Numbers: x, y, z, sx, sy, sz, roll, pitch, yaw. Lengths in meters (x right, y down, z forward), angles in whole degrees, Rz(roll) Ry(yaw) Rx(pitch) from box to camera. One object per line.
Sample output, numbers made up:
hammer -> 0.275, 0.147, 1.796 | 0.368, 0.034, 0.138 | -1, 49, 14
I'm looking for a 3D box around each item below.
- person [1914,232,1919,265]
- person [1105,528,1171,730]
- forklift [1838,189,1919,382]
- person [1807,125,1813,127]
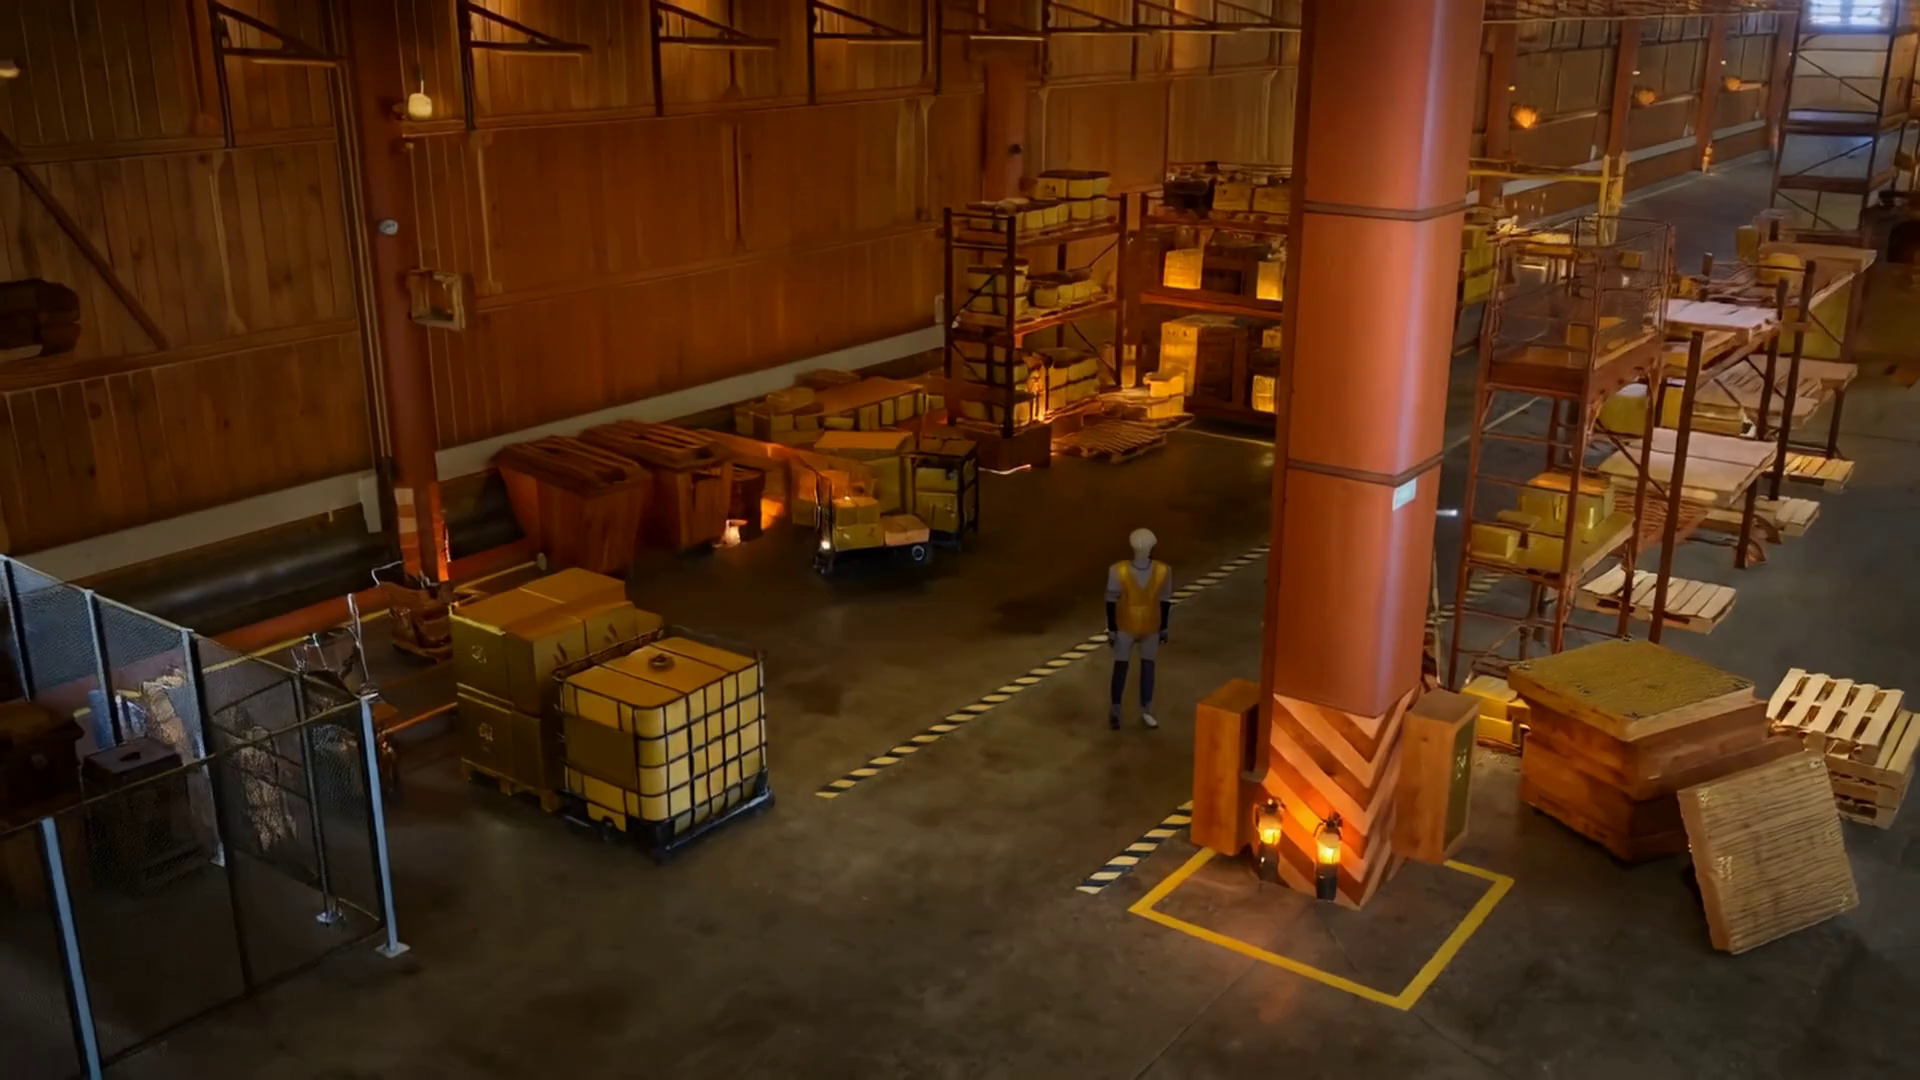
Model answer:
person -> 17.934, -5.119, 30.780 | 0.545, 1.938, 0.355 | 5, 19, 15
person -> 1.425, 0.706, 13.339 | 0.531, 1.692, 0.320 | -2, 18, -7
forklift -> 14.689, -4.050, 26.013 | 1.129, 2.768, 1.873 | 13, 22, 34
person -> 29.446, -13.827, 57.655 | 0.578, 1.809, 0.928 | -10, 20, -27
